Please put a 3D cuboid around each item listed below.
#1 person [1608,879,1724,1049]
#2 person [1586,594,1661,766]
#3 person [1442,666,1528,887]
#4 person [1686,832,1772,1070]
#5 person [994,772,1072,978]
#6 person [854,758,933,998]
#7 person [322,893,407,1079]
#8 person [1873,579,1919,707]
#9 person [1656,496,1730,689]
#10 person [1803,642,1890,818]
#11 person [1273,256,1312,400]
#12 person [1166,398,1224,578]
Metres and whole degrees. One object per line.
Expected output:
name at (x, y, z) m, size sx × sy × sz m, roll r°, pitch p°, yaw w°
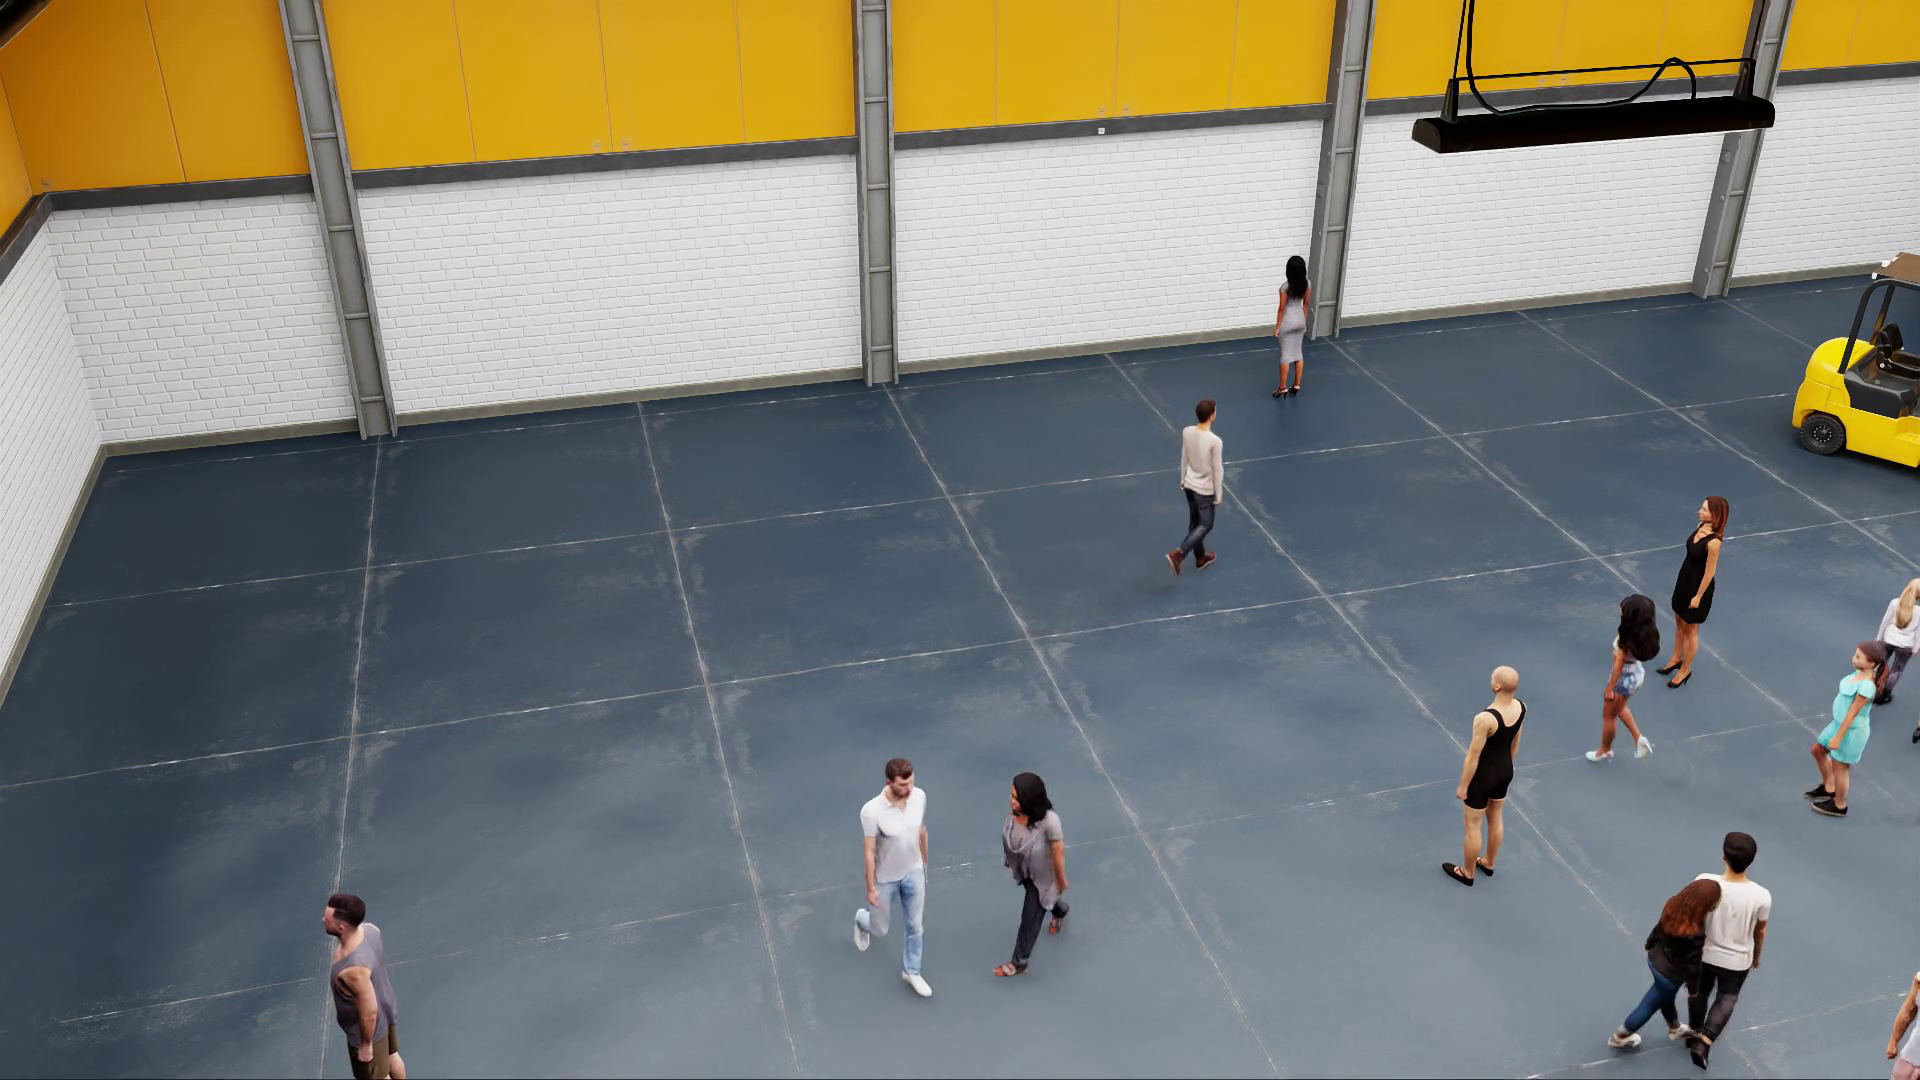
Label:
person at (4.460, 2.735, 10.616) m, size 0.933 × 1.444 × 0.729 m, roll -4°, pitch 29°, yaw -7°
person at (5.386, 1.165, 13.319) m, size 0.827 × 1.612 × 0.783 m, roll 21°, pitch 35°, yaw 34°
person at (3.860, 1.715, 12.099) m, size 0.562 × 1.816 × 0.761 m, roll -17°, pitch 33°, yaw -28°
person at (4.803, 2.635, 10.529) m, size 0.923 × 1.703 × 0.984 m, roll 16°, pitch 32°, yaw 27°
person at (0.592, 2.201, 11.458) m, size 1.163 × 1.576 × 0.927 m, roll -24°, pitch 37°, yaw -37°
person at (-0.475, 2.208, 11.173) m, size 0.997 × 1.837 × 0.891 m, roll -16°, pitch 33°, yaw -27°
person at (-3.479, 2.811, 9.775) m, size 0.597 × 1.845 × 0.655 m, roll -4°, pitch 29°, yaw -7°
person at (7.966, 0.903, 14.158) m, size 0.660 × 1.269 × 0.791 m, roll 26°, pitch 38°, yaw 38°
person at (6.356, 0.448, 14.401) m, size 0.610 × 1.835 × 0.633 m, roll 0°, pitch 29°, yaw 1°
person at (6.932, 1.477, 12.817) m, size 0.718 × 1.546 × 0.669 m, roll 10°, pitch 30°, yaw 17°
person at (3.983, -2.547, 19.949) m, size 0.496 × 1.780 × 0.662 m, roll -11°, pitch 31°, yaw -20°
person at (2.276, -0.475, 16.075) m, size 1.127 × 1.853 × 0.948 m, roll -24°, pitch 37°, yaw -37°
